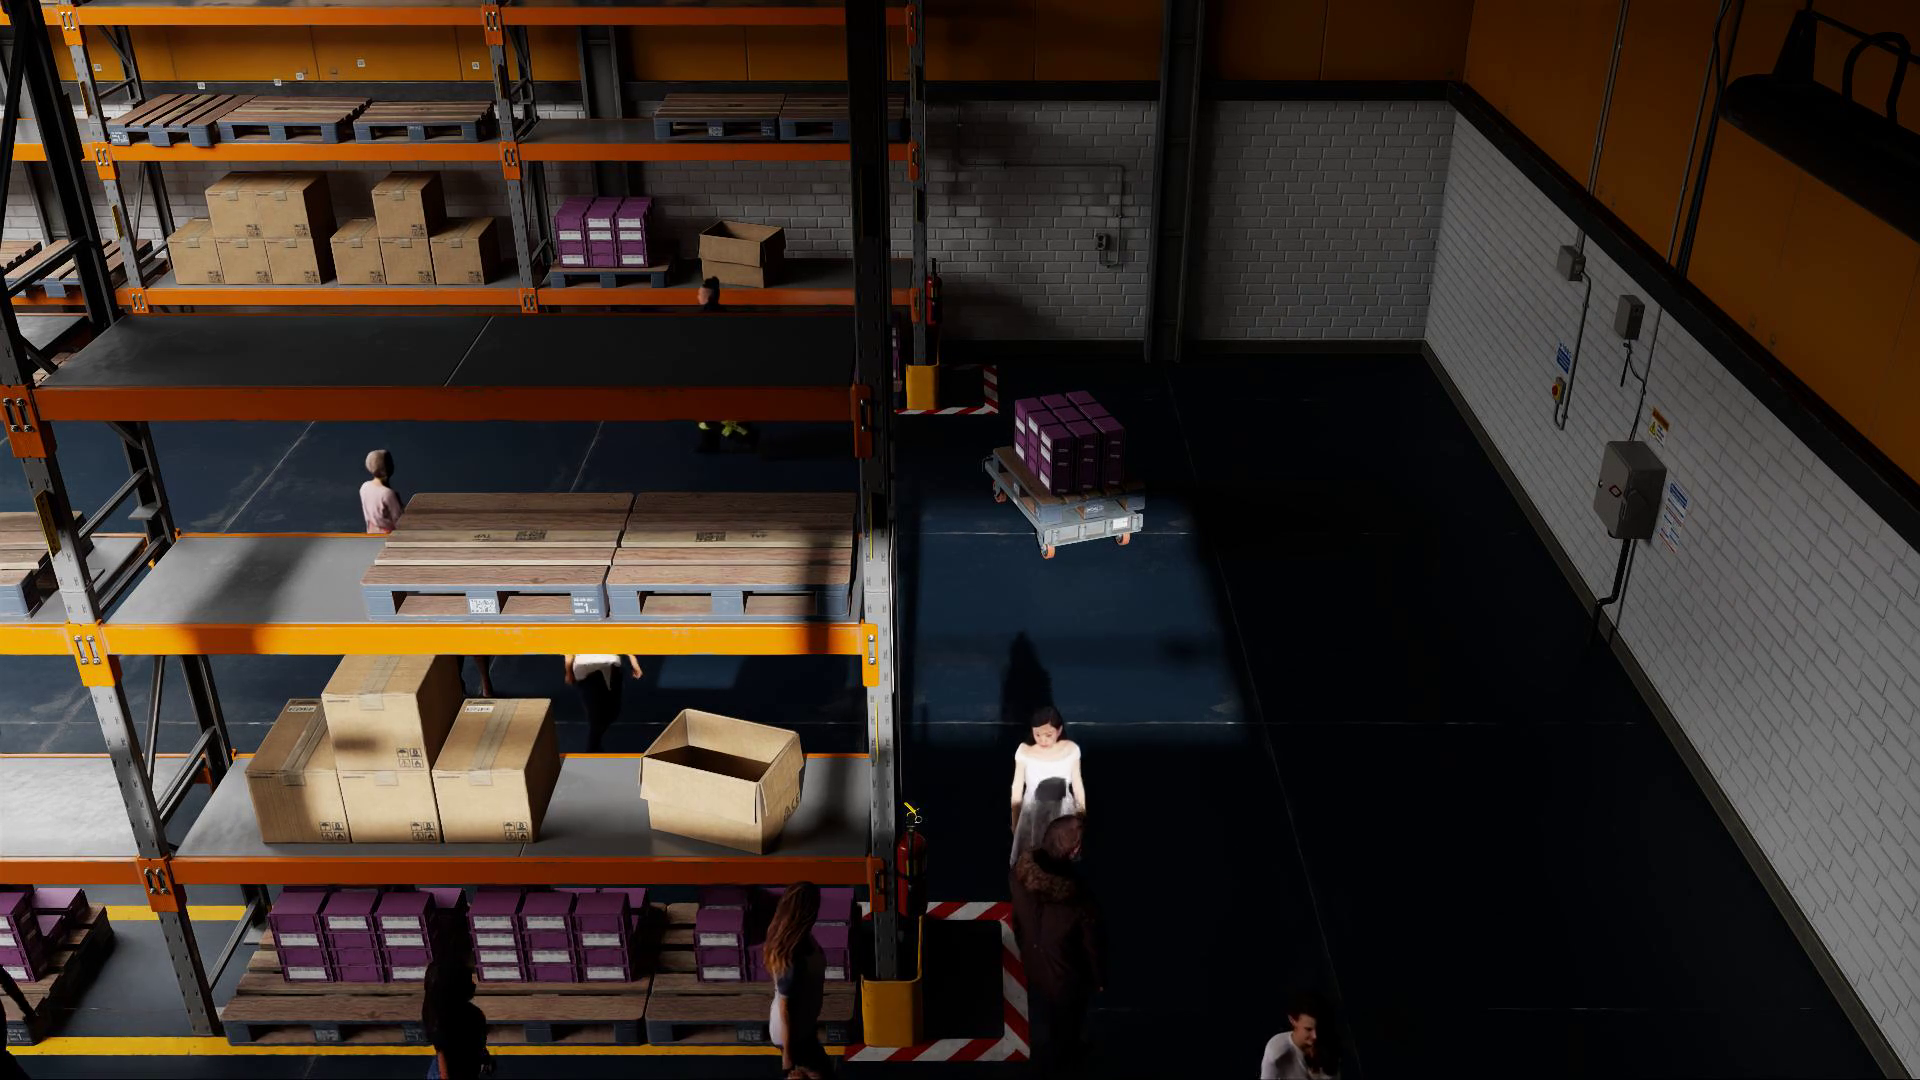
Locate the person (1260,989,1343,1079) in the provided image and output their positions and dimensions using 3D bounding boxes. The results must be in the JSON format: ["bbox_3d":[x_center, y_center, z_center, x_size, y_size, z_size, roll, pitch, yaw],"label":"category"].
[{"bbox_3d":[1.546,2.813,8.042,1.136,1.735,0.903,-8,30,-14],"label":"person"}]

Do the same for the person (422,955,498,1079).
[{"bbox_3d":[-2.544,2.747,8.176,0.733,1.722,0.689,-12,31,-21],"label":"person"}]

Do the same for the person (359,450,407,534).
[{"bbox_3d":[-4.503,0.089,13.088,0.710,1.685,0.782,20,34,32],"label":"person"}]

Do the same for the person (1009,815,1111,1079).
[{"bbox_3d":[0.485,2.295,8.904,1.134,1.819,1.075,-24,37,-37],"label":"person"}]

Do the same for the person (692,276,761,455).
[{"bbox_3d":[-2.297,-1.632,16.082,0.935,1.840,0.769,-1,29,-2],"label":"person"}]

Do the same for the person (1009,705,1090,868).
[{"bbox_3d":[0.505,1.684,10.084,0.774,1.761,0.754,-4,29,-8],"label":"person"}]

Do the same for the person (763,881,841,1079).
[{"bbox_3d":[-0.932,2.515,8.622,0.585,1.703,0.622,2,29,4],"label":"person"}]
